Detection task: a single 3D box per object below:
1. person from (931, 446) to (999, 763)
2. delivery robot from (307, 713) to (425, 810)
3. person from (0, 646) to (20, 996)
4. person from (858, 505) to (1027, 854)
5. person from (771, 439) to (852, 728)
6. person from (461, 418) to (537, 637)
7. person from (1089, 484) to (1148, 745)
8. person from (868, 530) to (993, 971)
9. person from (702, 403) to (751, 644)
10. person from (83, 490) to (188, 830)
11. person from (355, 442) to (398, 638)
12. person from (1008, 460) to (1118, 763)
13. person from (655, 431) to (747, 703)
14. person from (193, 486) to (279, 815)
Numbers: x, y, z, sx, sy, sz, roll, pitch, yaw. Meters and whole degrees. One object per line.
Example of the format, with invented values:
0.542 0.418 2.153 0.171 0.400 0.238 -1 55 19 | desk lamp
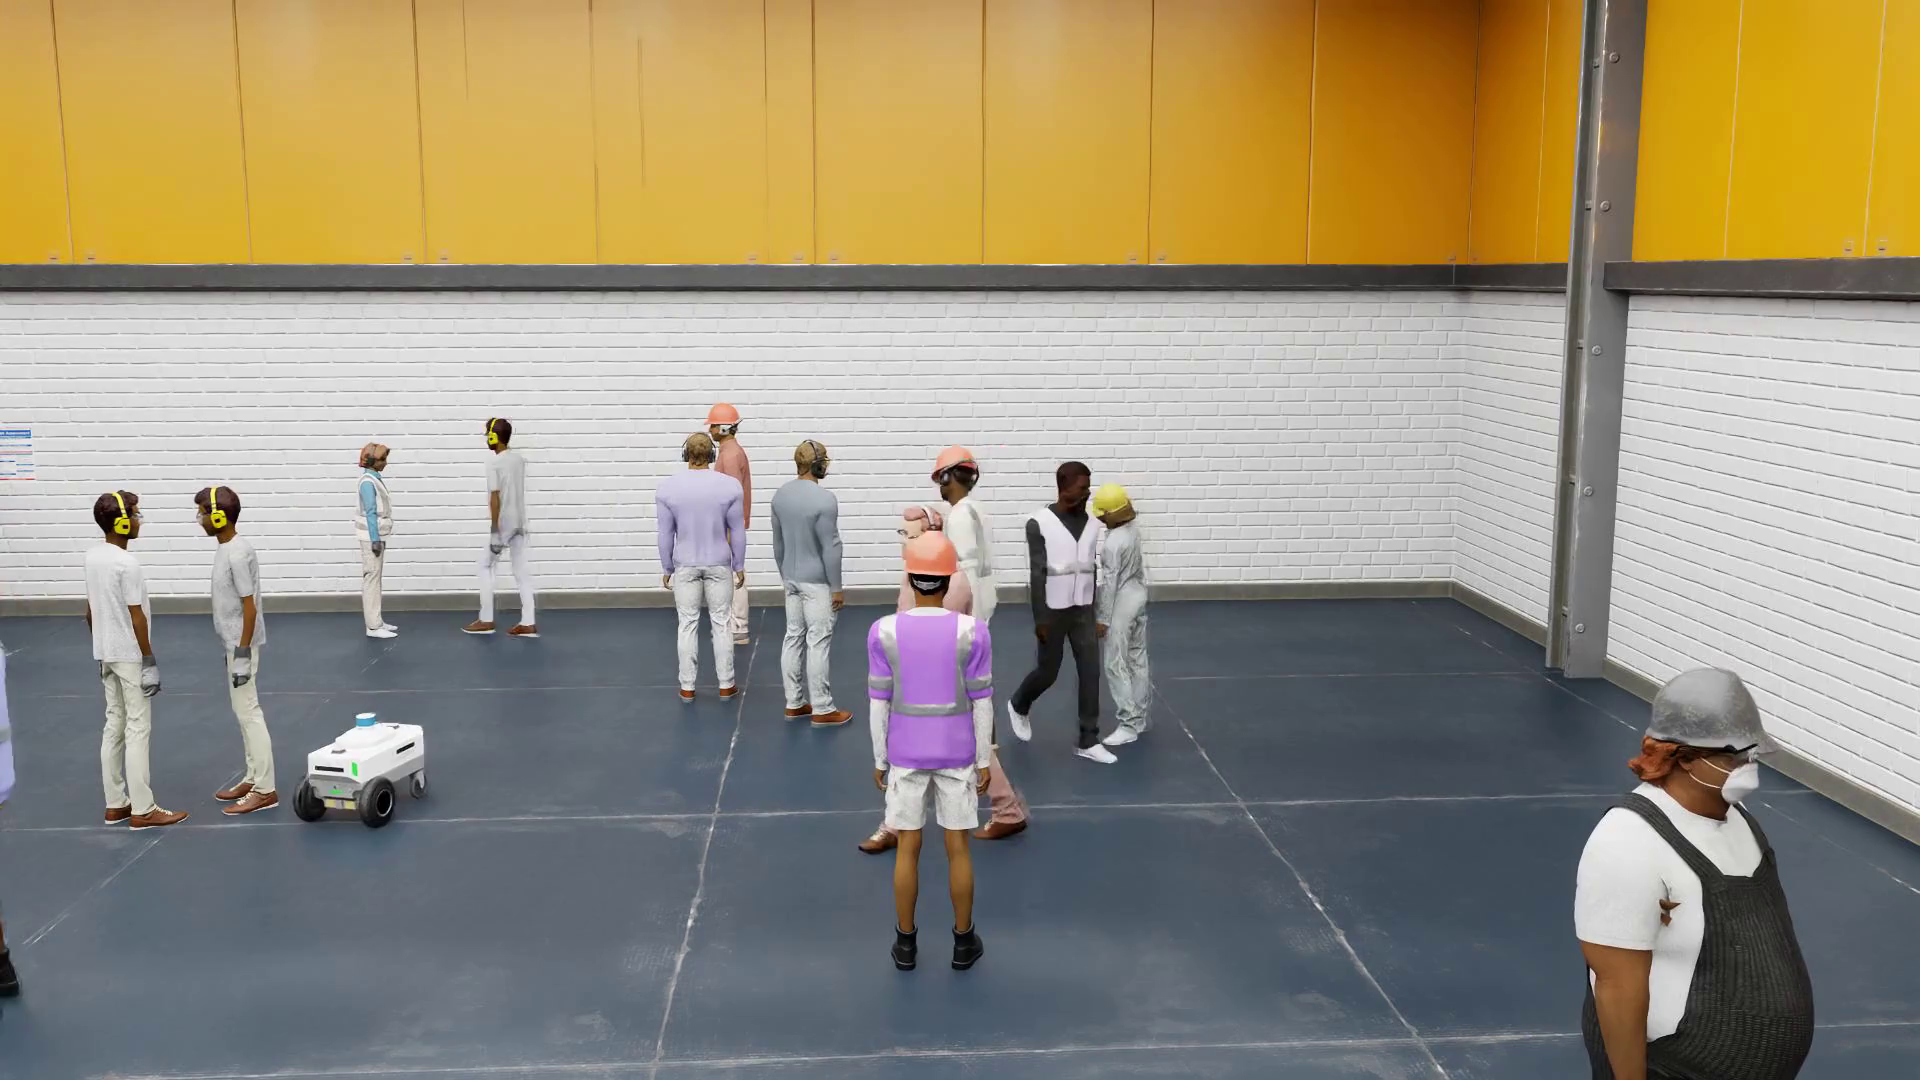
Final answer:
0.049 0.441 10.118 0.506 1.990 0.778 1 9 4 | person
-3.345 1.223 9.391 0.477 0.478 0.707 2 9 14 | delivery robot
-4.047 1.016 6.685 0.421 1.932 0.563 -3 9 -16 | person
-0.079 0.725 8.766 0.926 1.862 0.650 -4 10 -24 | person
-1.009 0.290 11.214 0.371 1.940 0.627 -9 13 -44 | person
-3.901 -0.104 13.972 0.779 1.838 0.573 4 10 21 | person
1.072 0.458 10.920 0.328 1.700 0.636 4 10 26 | person
-0.125 0.922 7.253 0.542 1.938 0.357 0 9 2 | person
-1.910 -0.134 13.701 0.388 1.992 0.625 -1 9 -7 | person
-4.568 0.656 9.133 0.514 1.872 0.328 6 11 32 | person
-4.915 0.000 13.977 0.313 1.639 0.513 -2 9 -15 | person
0.648 0.430 10.524 0.599 1.873 0.852 -6 11 -33 | person
-1.831 0.194 11.819 0.632 1.940 0.372 -1 9 -6 | person
-4.095 0.616 9.402 0.324 1.863 0.526 -5 10 -28 | person
